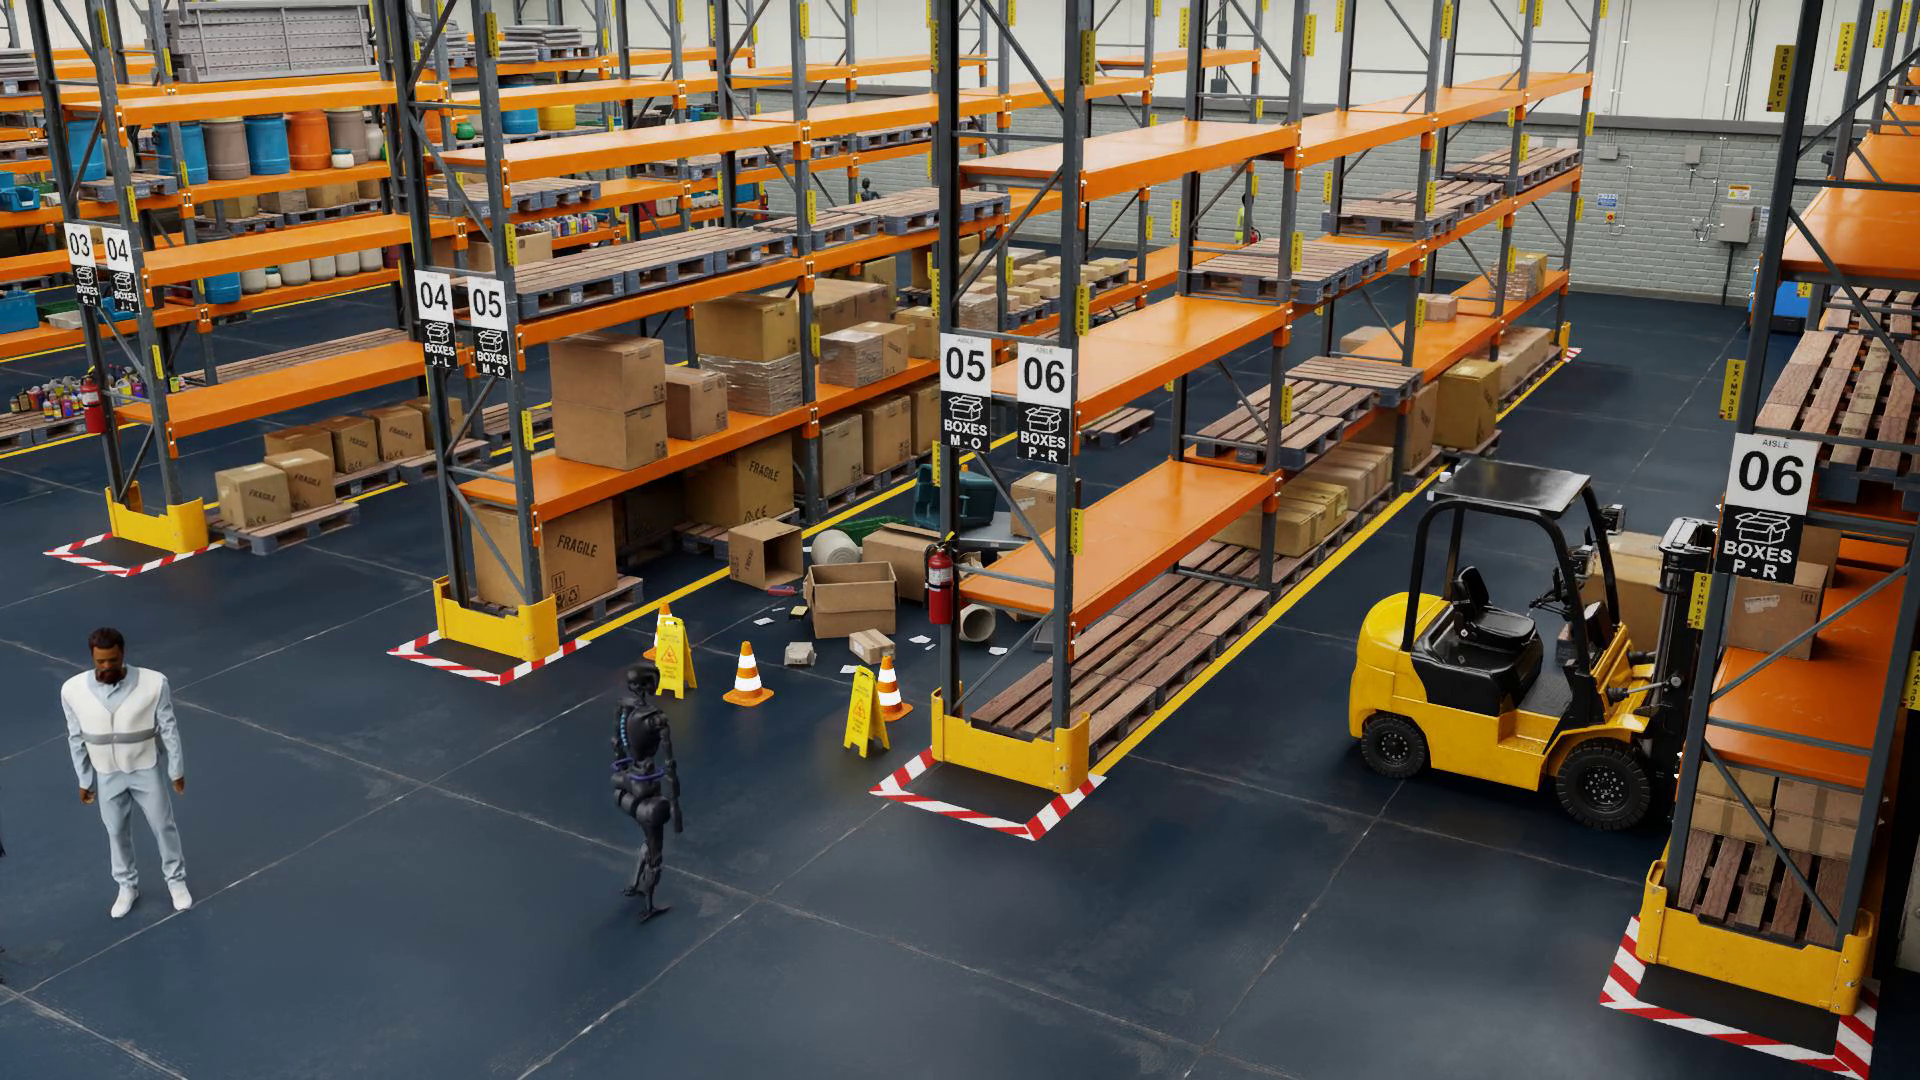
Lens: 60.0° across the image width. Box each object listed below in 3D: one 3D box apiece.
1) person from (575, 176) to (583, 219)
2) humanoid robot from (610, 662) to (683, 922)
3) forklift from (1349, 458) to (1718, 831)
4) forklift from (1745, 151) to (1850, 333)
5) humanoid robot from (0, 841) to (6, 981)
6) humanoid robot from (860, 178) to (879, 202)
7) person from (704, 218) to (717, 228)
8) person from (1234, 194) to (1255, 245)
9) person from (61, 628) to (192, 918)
[{"bbox_3d":[-7.235,-6.115,32.015,0.543,1.763,0.920,11,22,28],"label":"person"},{"bbox_3d":[-1.900,1.513,10.083,0.612,1.642,0.335,16,25,39],"label":"humanoid robot"},{"bbox_3d":[3.988,0.658,11.776,2.313,2.155,1.214,11,22,29],"label":"forklift"},{"bbox_3d":[13.620,-4.667,26.137,1.873,2.768,1.129,11,22,29],"label":"forklift"},{"bbox_3d":[-5.694,1.743,9.423,0.421,1.641,0.599,7,20,21],"label":"humanoid robot"},{"bbox_3d":[-1.814,-6.292,32.713,0.606,1.623,0.775,-9,21,-25],"label":"humanoid robot"},{"bbox_3d":[-5.235,-7.064,34.868,0.489,1.688,0.350,-6,20,-17],"label":"person"},{"bbox_3d":[5.179,-5.488,30.312,0.326,1.685,0.538,-2,19,-4],"label":"person"},{"bbox_3d":[-5.027,1.395,10.095,0.603,1.906,0.405,-5,20,-13],"label":"person"}]
